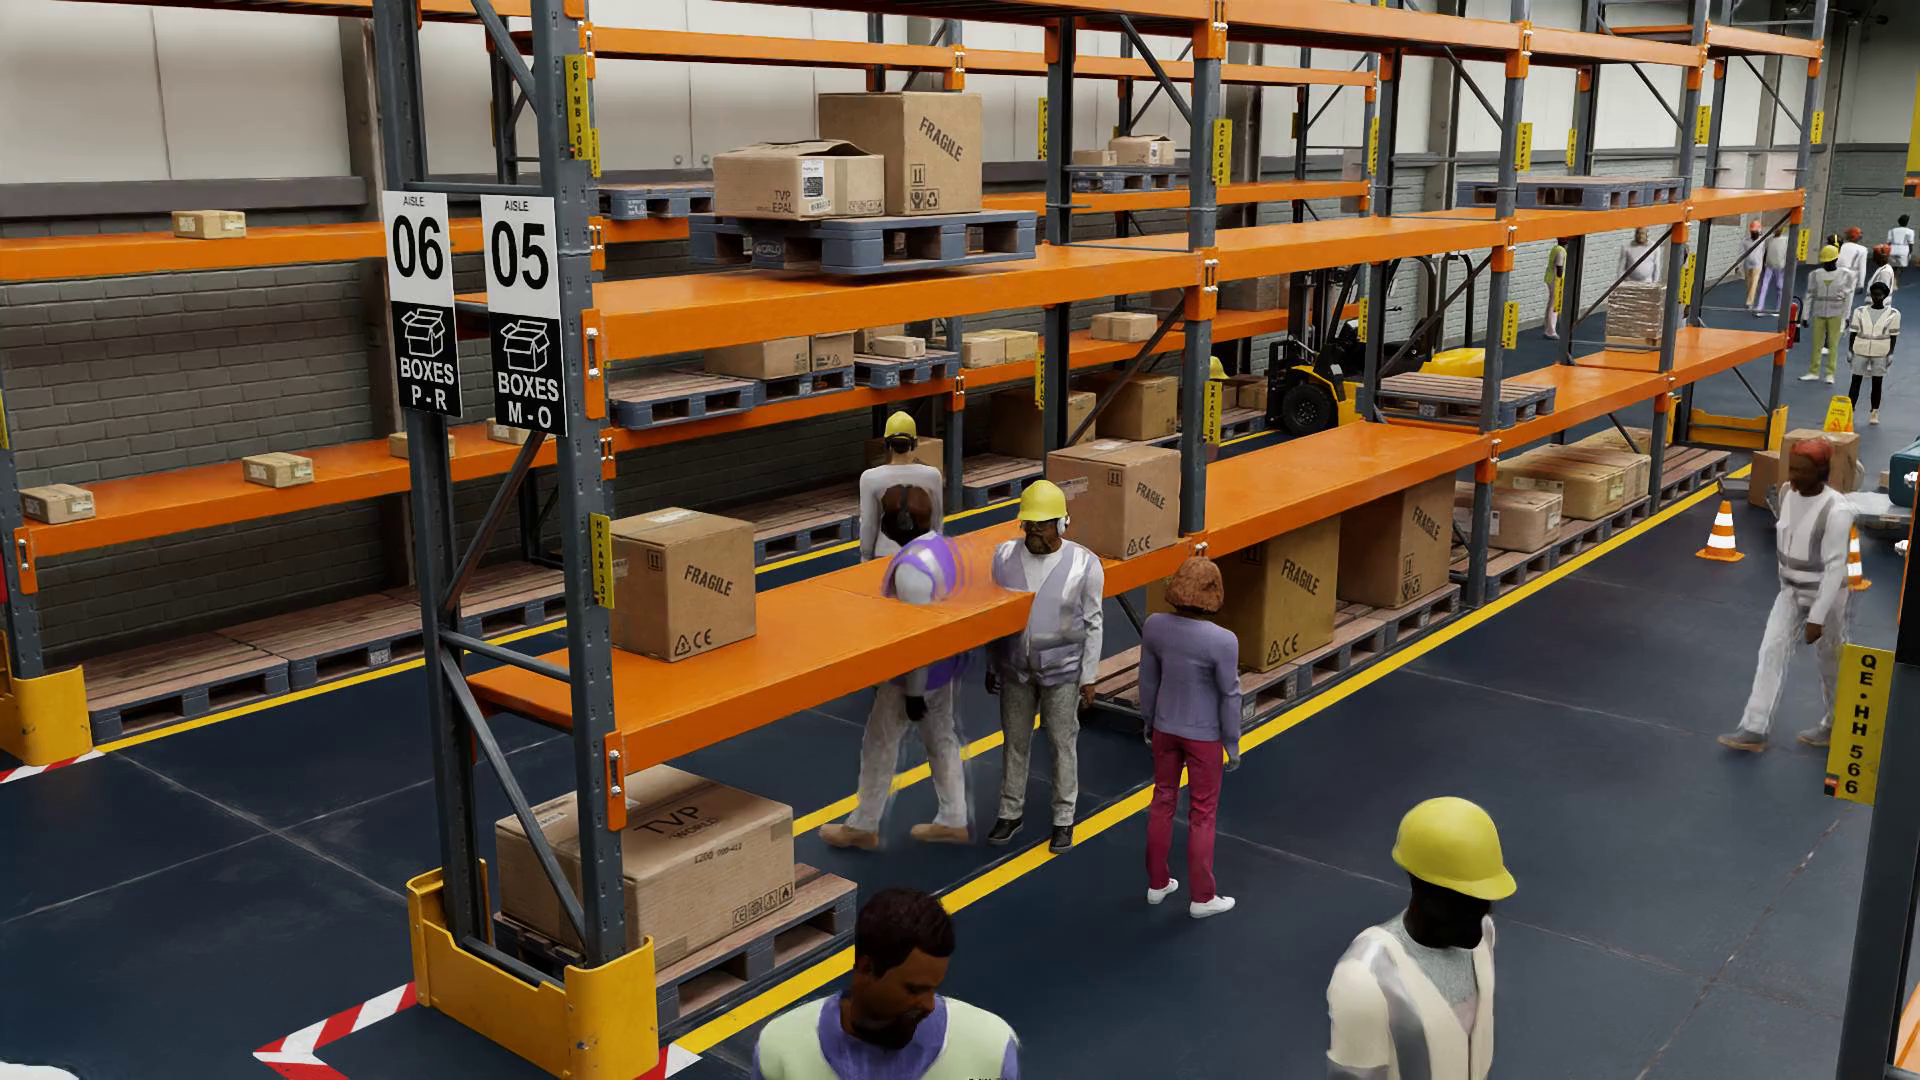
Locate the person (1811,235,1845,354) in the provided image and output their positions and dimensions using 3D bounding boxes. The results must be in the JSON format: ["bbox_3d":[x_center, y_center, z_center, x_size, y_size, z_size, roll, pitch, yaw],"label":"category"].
[{"bbox_3d":[13.691,-3.856,26.149,0.334,1.860,0.509,8,16,30],"label":"person"}]

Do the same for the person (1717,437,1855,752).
[{"bbox_3d":[4.675,0.321,9.212,0.954,1.816,0.589,-4,14,-14],"label":"person"}]

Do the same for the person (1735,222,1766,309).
[{"bbox_3d":[15.574,-5.399,32.743,0.903,1.701,0.587,-13,19,-43],"label":"person"}]

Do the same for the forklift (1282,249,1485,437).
[{"bbox_3d":[4.886,-2.214,18.767,2.313,2.155,1.214,11,18,38],"label":"forklift"}]

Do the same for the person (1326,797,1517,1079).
[{"bbox_3d":[1.115,1.528,4.085,0.595,1.925,0.385,-12,18,-41],"label":"person"}]

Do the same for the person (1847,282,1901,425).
[{"bbox_3d":[10.866,-2.225,19.839,0.533,1.697,0.318,9,16,33],"label":"person"}]

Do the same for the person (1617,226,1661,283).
[{"bbox_3d":[11.555,-4.402,28.361,0.661,1.855,0.956,5,15,21],"label":"person"}]

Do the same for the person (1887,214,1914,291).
[{"bbox_3d":[20.470,-6.255,36.293,0.649,1.681,0.538,-11,18,-39],"label":"person"}]

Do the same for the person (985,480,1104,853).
[{"bbox_3d":[0.385,0.608,8.017,0.588,1.835,0.403,5,15,19],"label":"person"}]

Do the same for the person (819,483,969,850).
[{"bbox_3d":[-0.328,0.618,8.029,0.831,1.809,0.656,3,14,12],"label":"person"}]

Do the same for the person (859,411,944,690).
[{"bbox_3d":[-0.366,0.084,10.295,0.535,1.767,0.315,-3,14,-13],"label":"person"}]

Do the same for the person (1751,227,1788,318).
[{"bbox_3d":[15.280,-5.080,31.223,0.545,1.810,1.015,13,19,43],"label":"person"}]

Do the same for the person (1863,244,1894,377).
[{"bbox_3d":[13.035,-3.259,23.658,0.356,1.887,0.573,6,15,23],"label":"person"}]

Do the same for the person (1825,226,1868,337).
[{"bbox_3d":[15.012,-4.366,28.187,0.445,1.870,0.623,-11,17,-37],"label":"person"}]

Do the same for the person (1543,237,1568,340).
[{"bbox_3d":[10.005,-4.285,27.911,0.395,1.849,0.564,3,14,11],"label":"person"}]

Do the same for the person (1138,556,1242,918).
[{"bbox_3d":[1.022,0.867,7.379,0.509,1.632,0.269,12,18,40],"label":"person"}]

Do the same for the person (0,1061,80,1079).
[{"bbox_3d":[-2.071,1.712,3.419,0.708,1.889,0.402,-5,15,-21],"label":"person"}]

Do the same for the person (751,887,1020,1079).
[{"bbox_3d":[-0.183,1.636,3.727,0.634,1.883,0.668,1,14,5],"label":"person"}]

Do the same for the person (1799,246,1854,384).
[{"bbox_3d":[12.045,-3.134,23.129,0.611,1.903,0.432,12,18,40],"label":"person"}]
